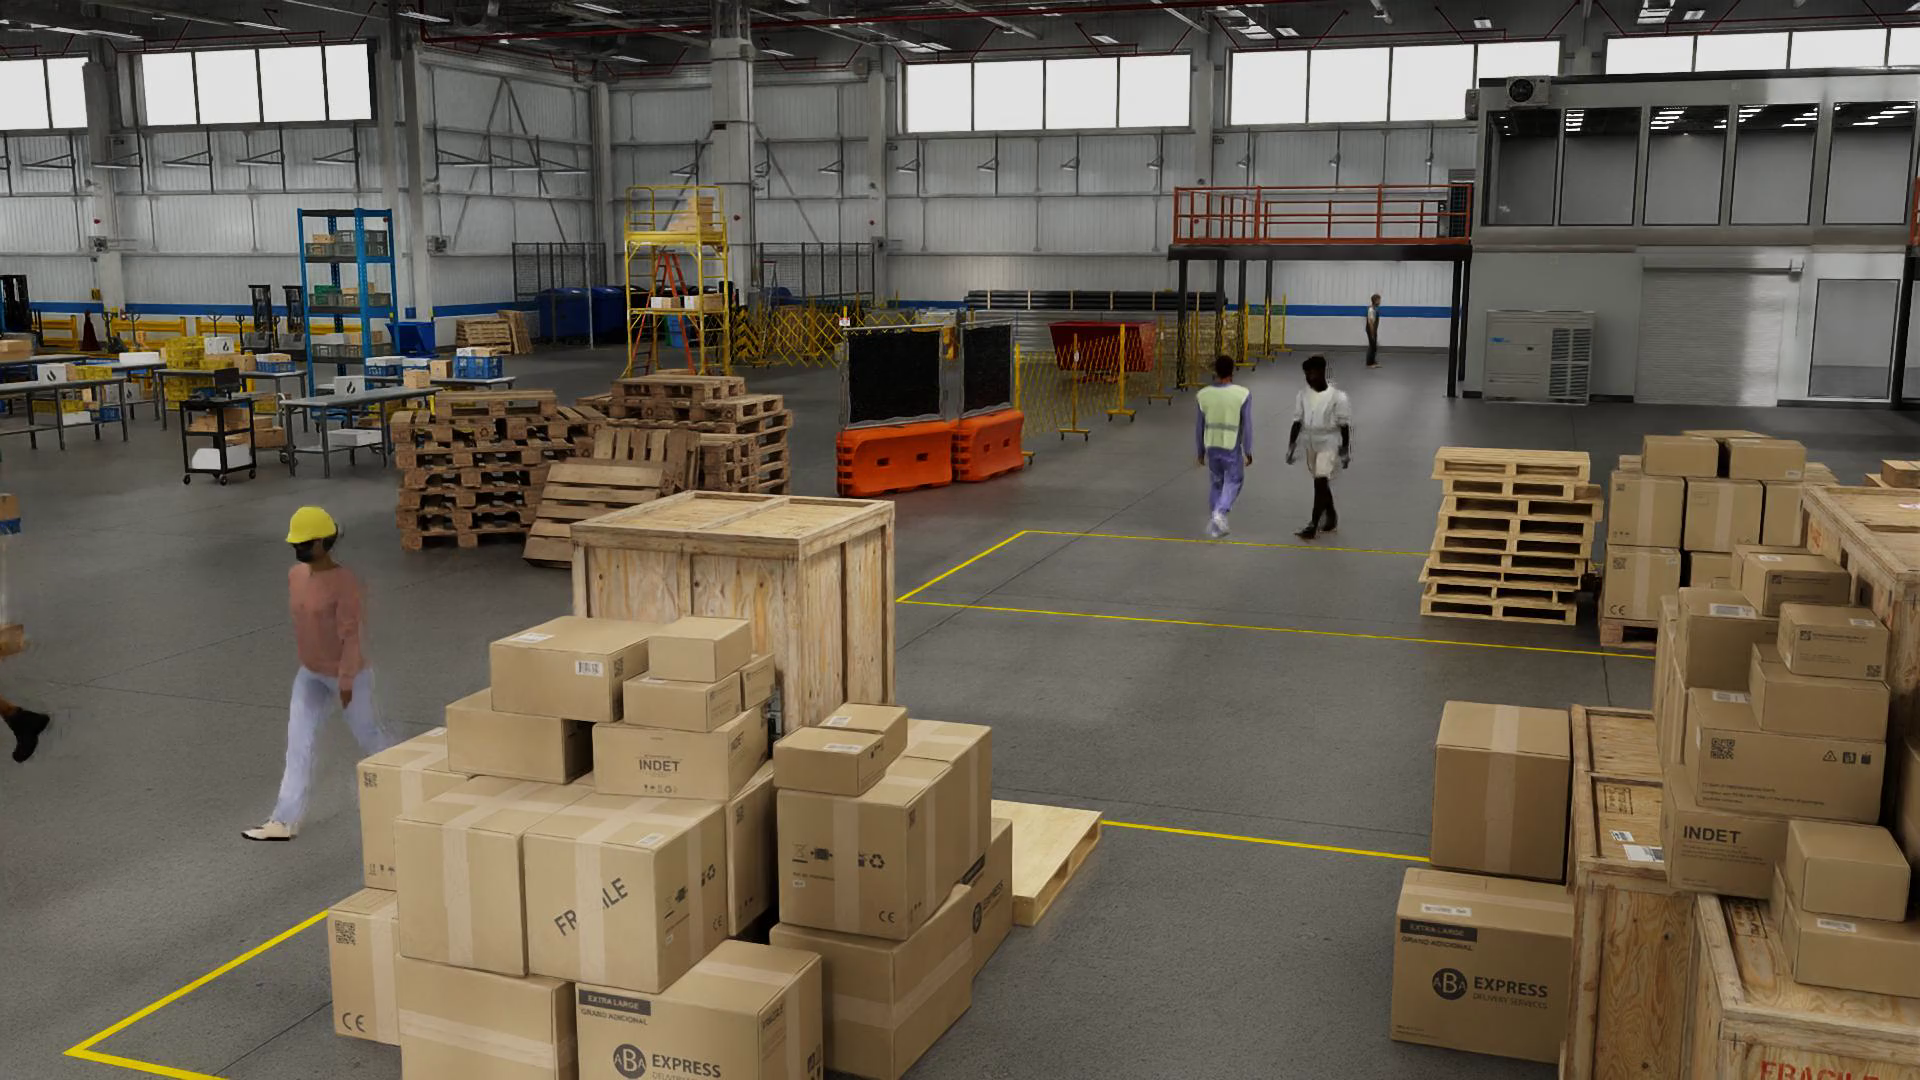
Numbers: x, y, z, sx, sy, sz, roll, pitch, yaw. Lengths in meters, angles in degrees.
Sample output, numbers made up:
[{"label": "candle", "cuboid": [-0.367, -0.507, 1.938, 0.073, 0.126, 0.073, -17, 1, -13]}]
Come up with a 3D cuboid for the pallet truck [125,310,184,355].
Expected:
[{"label": "pallet truck", "cuboid": [-22.038, -5.665, 45.457, 0.704, 1.261, 1.522, 3, 11, 17]}]

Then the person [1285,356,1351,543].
[{"label": "person", "cuboid": [3.739, -0.955, 17.240, 1.003, 1.905, 0.604, -8, 13, -39]}]

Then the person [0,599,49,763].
[{"label": "person", "cuboid": [-5.476, 0.448, 9.259, 0.566, 1.918, 0.615, 7, 12, 34]}]

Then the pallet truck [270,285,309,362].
[{"label": "pallet truck", "cuboid": [-17.147, -5.700, 43.663, 0.823, 1.965, 1.885, 3, 11, 17]}]

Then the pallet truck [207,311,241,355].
[{"label": "pallet truck", "cuboid": [-19.537, -5.575, 44.913, 0.653, 1.274, 1.630, 3, 11, 19]}]

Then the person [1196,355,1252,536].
[{"label": "person", "cuboid": [2.734, -0.965, 17.267, 0.613, 1.901, 0.463, 6, 12, 29]}]

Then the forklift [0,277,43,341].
[{"label": "forklift", "cuboid": [-27.151, -6.329, 46.328, 1.157, 1.987, 2.680, 3, 11, 17]}]

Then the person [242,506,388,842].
[{"label": "person", "cuboid": [-3.269, 0.675, 8.539, 0.549, 1.710, 0.925, 5, 11, 27]}]

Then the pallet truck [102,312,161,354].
[{"label": "pallet truck", "cuboid": [-23.057, -5.777, 46.261, 0.680, 1.201, 1.601, 3, 11, 19]}]

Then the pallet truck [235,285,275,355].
[{"label": "pallet truck", "cuboid": [-18.327, -5.835, 44.421, 0.823, 1.965, 1.885, 4, 11, 23]}]

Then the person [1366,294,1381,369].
[{"label": "person", "cuboid": [10.167, -5.131, 40.911, 0.345, 1.843, 0.522, 4, 11, 23]}]

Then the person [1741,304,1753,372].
[{"label": "person", "cuboid": [18.046, -4.684, 38.304, 0.521, 1.864, 0.335, -4, 11, -24]}]
